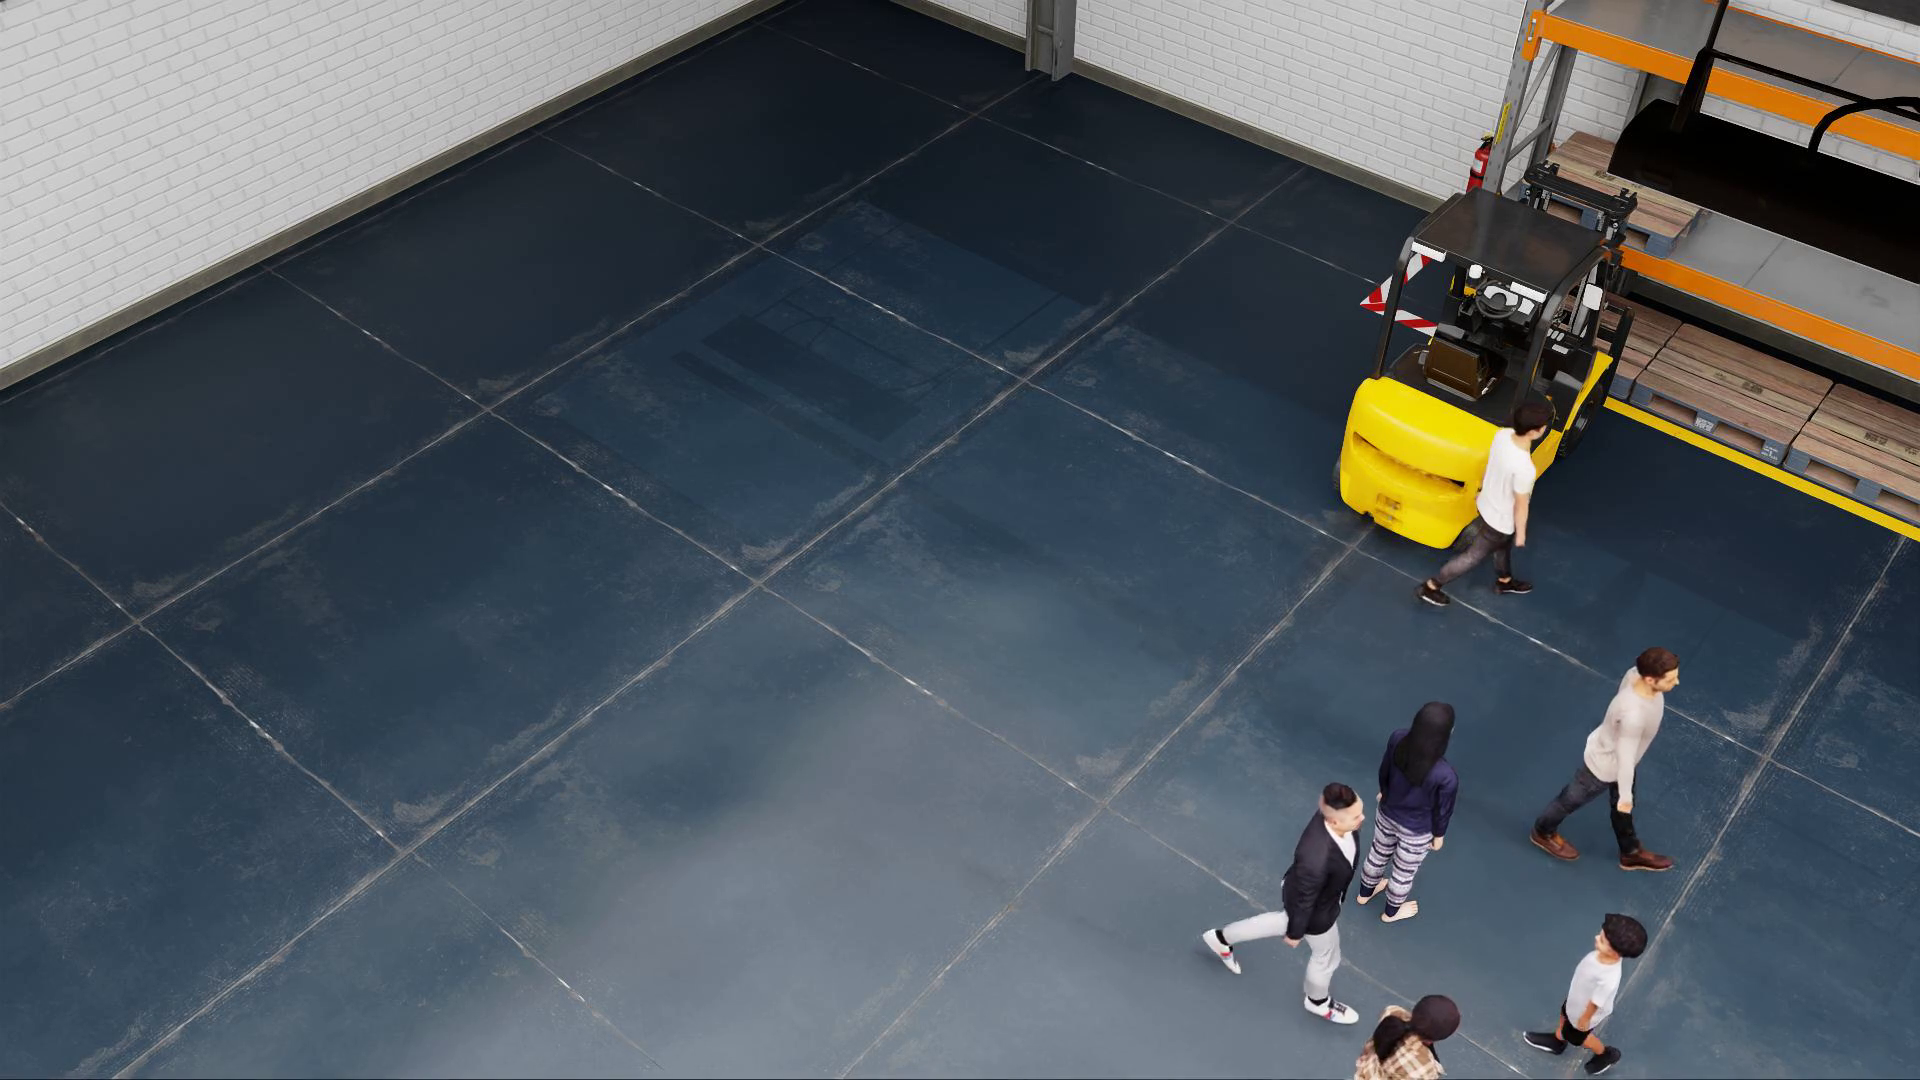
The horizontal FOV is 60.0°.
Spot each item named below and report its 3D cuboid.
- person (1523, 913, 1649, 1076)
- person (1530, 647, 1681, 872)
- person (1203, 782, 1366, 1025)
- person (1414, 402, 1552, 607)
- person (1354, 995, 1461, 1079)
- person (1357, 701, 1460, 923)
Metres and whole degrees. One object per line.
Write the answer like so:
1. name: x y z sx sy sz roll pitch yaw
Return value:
1. person: 3.315 2.367 8.587 0.774 1.251 0.647 11 45 12
2. person: 3.573 1.208 9.379 1.074 1.837 0.807 22 48 21
3. person: 1.755 1.819 8.680 1.241 1.917 0.919 20 47 20
4. person: 3.475 -0.194 10.960 1.174 1.686 1.094 -2 44 -2
5. person: 1.939 2.674 7.890 0.929 1.767 0.886 -11 45 -11
6. person: 2.466 1.497 9.150 0.713 1.734 0.528 -28 50 -26
